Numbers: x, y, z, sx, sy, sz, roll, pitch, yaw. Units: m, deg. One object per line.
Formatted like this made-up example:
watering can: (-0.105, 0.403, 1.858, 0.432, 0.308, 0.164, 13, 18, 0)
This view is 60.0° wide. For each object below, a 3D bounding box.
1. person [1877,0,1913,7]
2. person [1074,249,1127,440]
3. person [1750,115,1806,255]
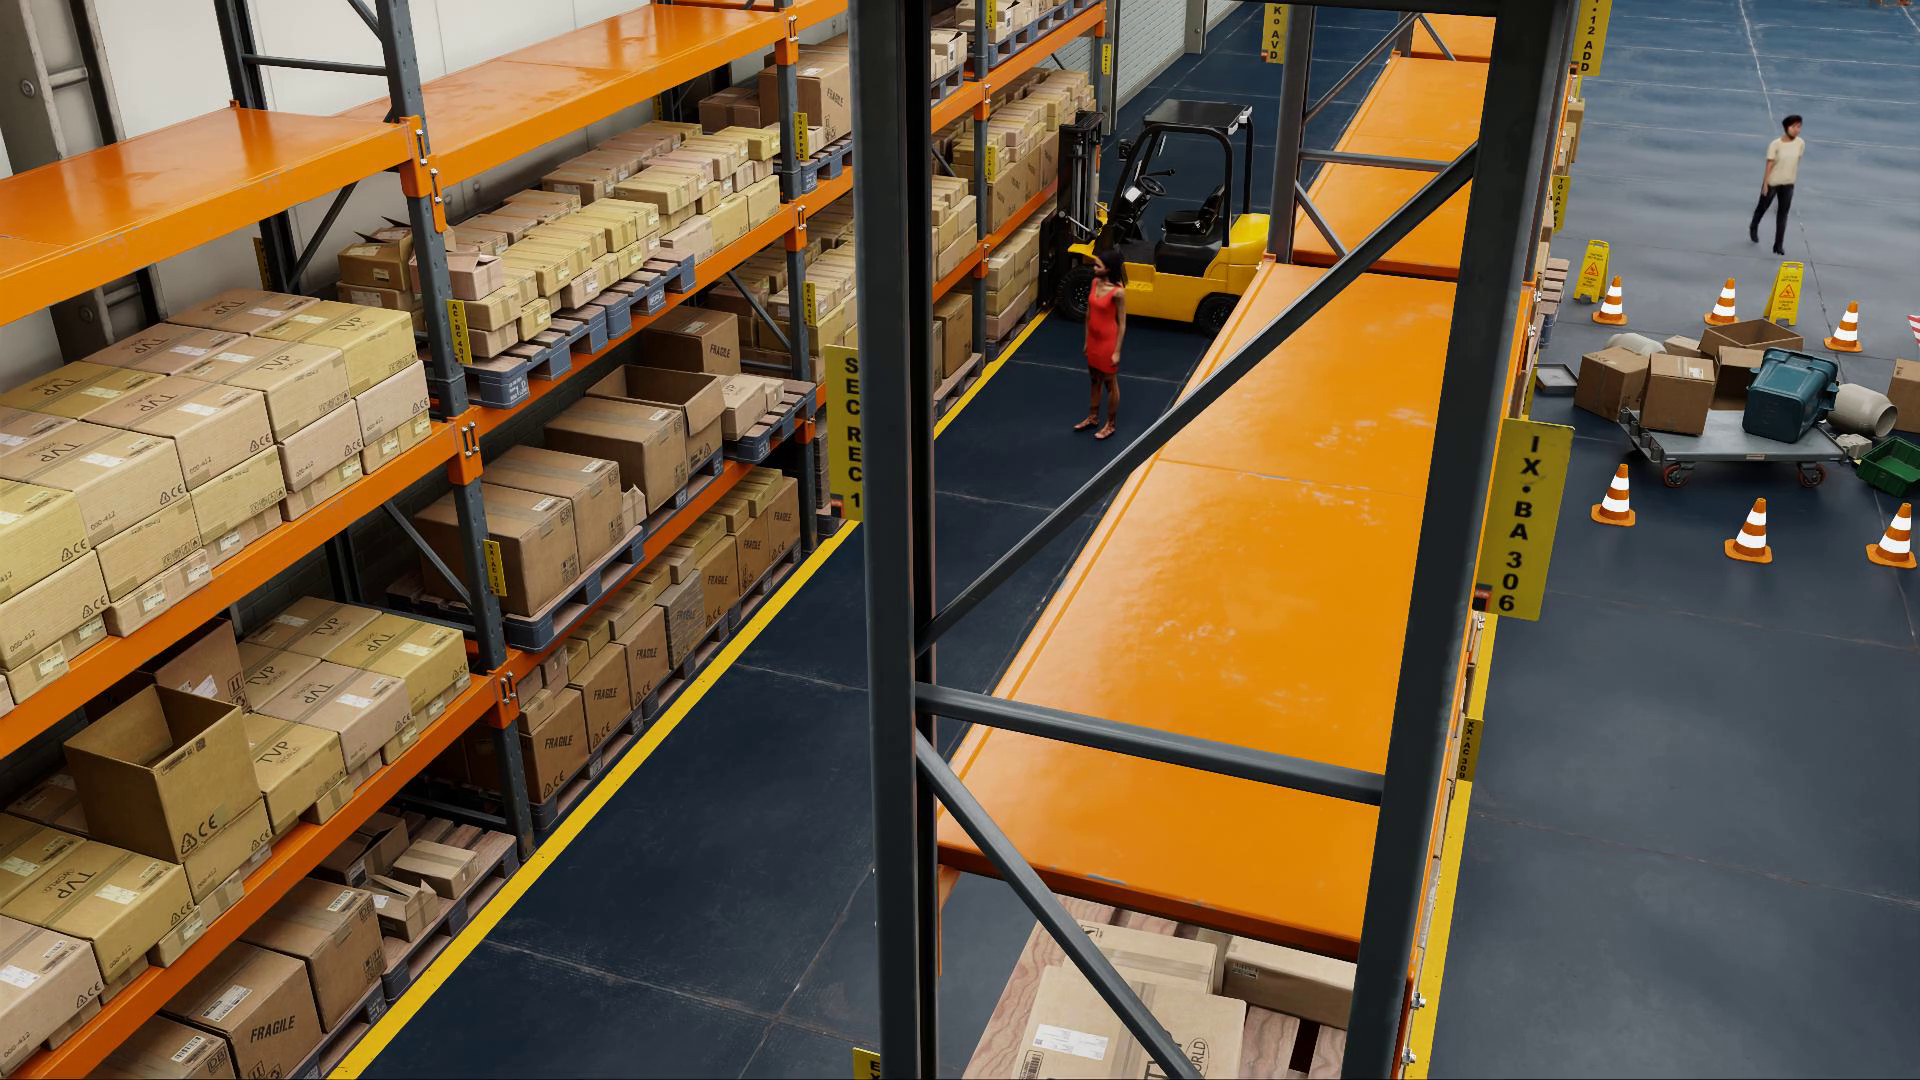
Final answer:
person: (18.486, -11.334, 32.645, 0.951, 1.697, 1.100, 1, 28, 1)
person: (1.270, -1.731, 14.589, 0.685, 1.718, 0.666, -21, 35, -34)
person: (9.452, -4.134, 19.287, 0.829, 1.545, 1.082, 0, 28, 0)
